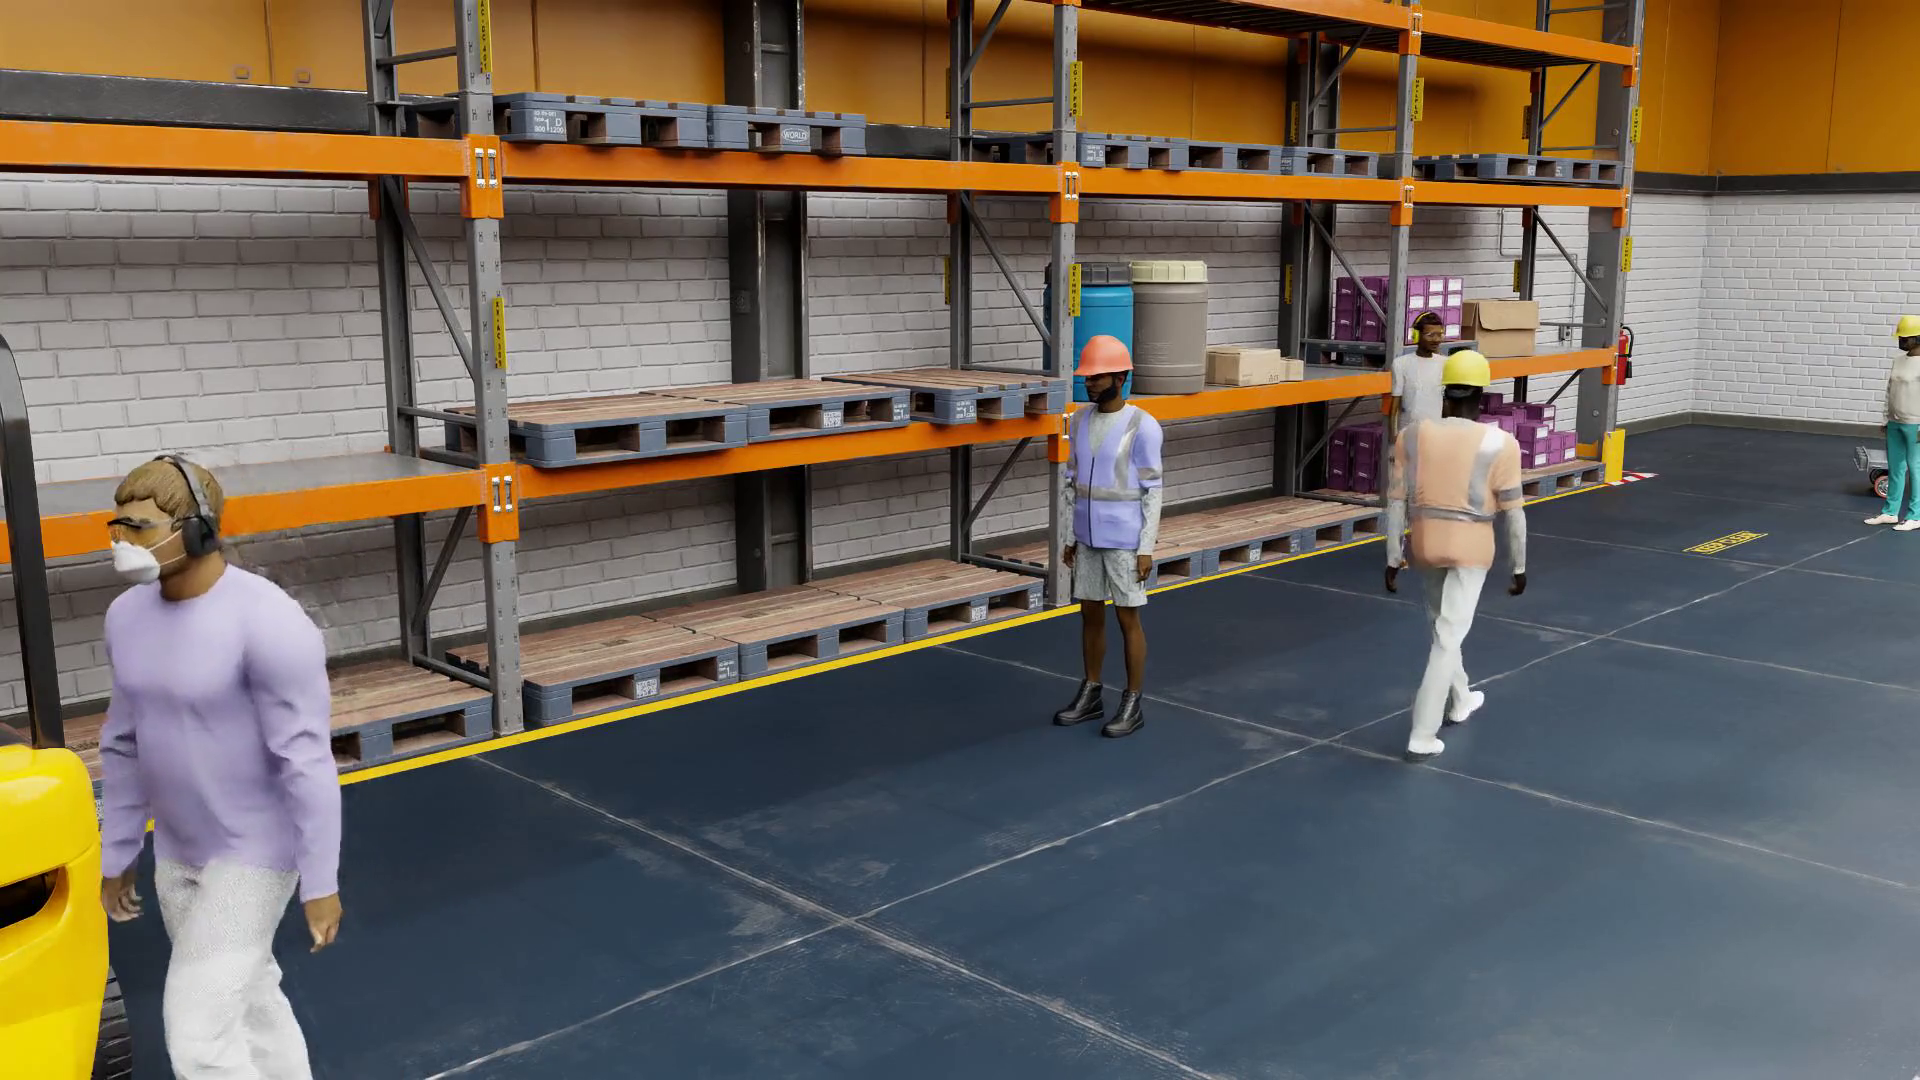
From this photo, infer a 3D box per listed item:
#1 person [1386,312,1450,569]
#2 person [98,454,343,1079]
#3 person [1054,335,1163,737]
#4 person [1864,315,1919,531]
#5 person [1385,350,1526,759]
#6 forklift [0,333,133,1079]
[{"bbox_3d":[3.330,-0.713,12.031,0.513,1.862,0.327,-3,11,-14],"label":"person"},{"bbox_3d":[-1.761,0.763,3.807,0.664,1.914,0.705,6,12,30],"label":"person"},{"bbox_3d":[0.703,-0.015,8.009,0.548,1.936,0.378,10,15,44],"label":"person"},{"bbox_3d":[7.738,-0.953,13.618,0.328,1.759,0.524,-1,10,-8],"label":"person"},{"bbox_3d":[2.347,0.048,7.834,0.611,1.870,0.984,8,13,39],"label":"person"},{"bbox_3d":[-3.289,0.485,4.582,1.214,2.155,2.313,-10,14,-44],"label":"forklift"}]
